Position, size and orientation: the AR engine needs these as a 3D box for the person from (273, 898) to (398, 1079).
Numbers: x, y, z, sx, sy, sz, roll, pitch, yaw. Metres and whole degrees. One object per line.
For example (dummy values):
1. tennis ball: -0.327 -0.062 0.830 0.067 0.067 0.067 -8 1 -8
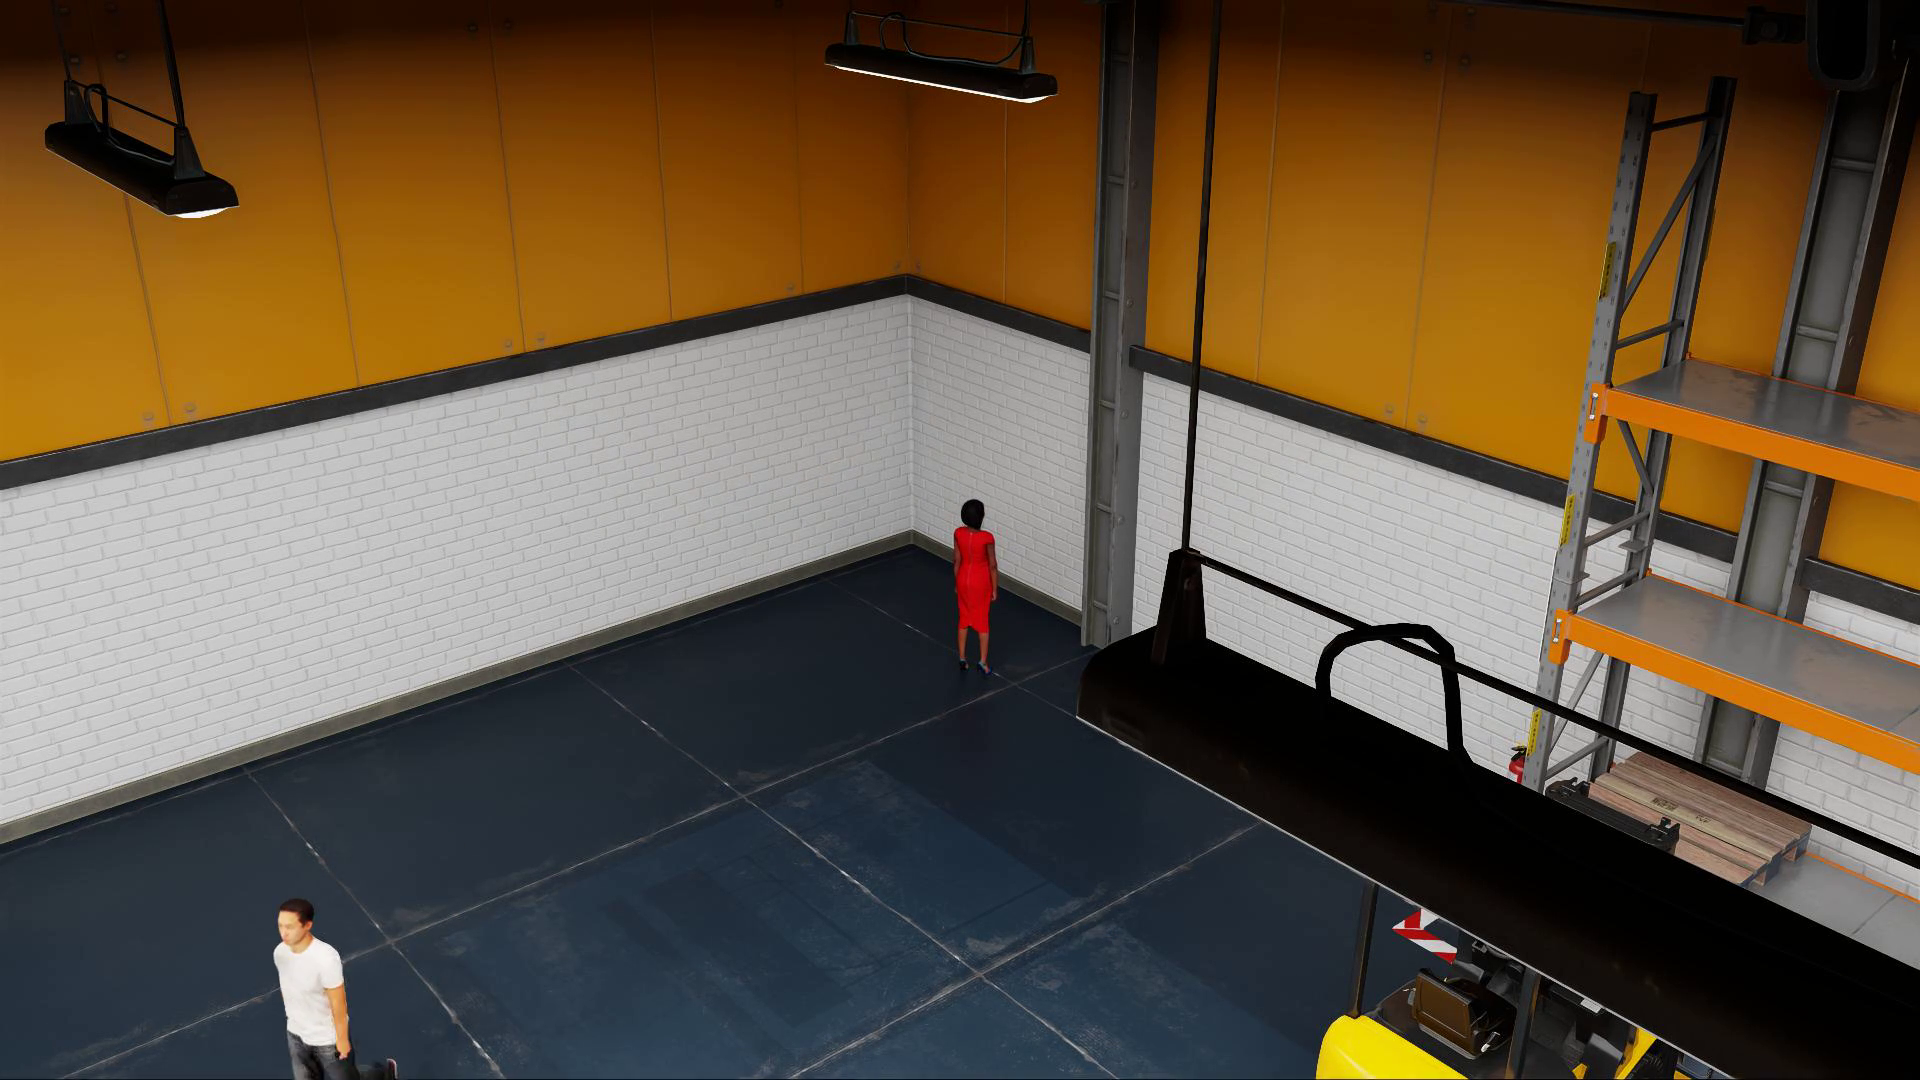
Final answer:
1. person: -3.699 2.844 9.800 1.065 1.789 1.019 9 25 19

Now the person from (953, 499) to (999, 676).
1. person: 0.129 0.437 15.363 0.577 1.744 0.704 10 25 21
